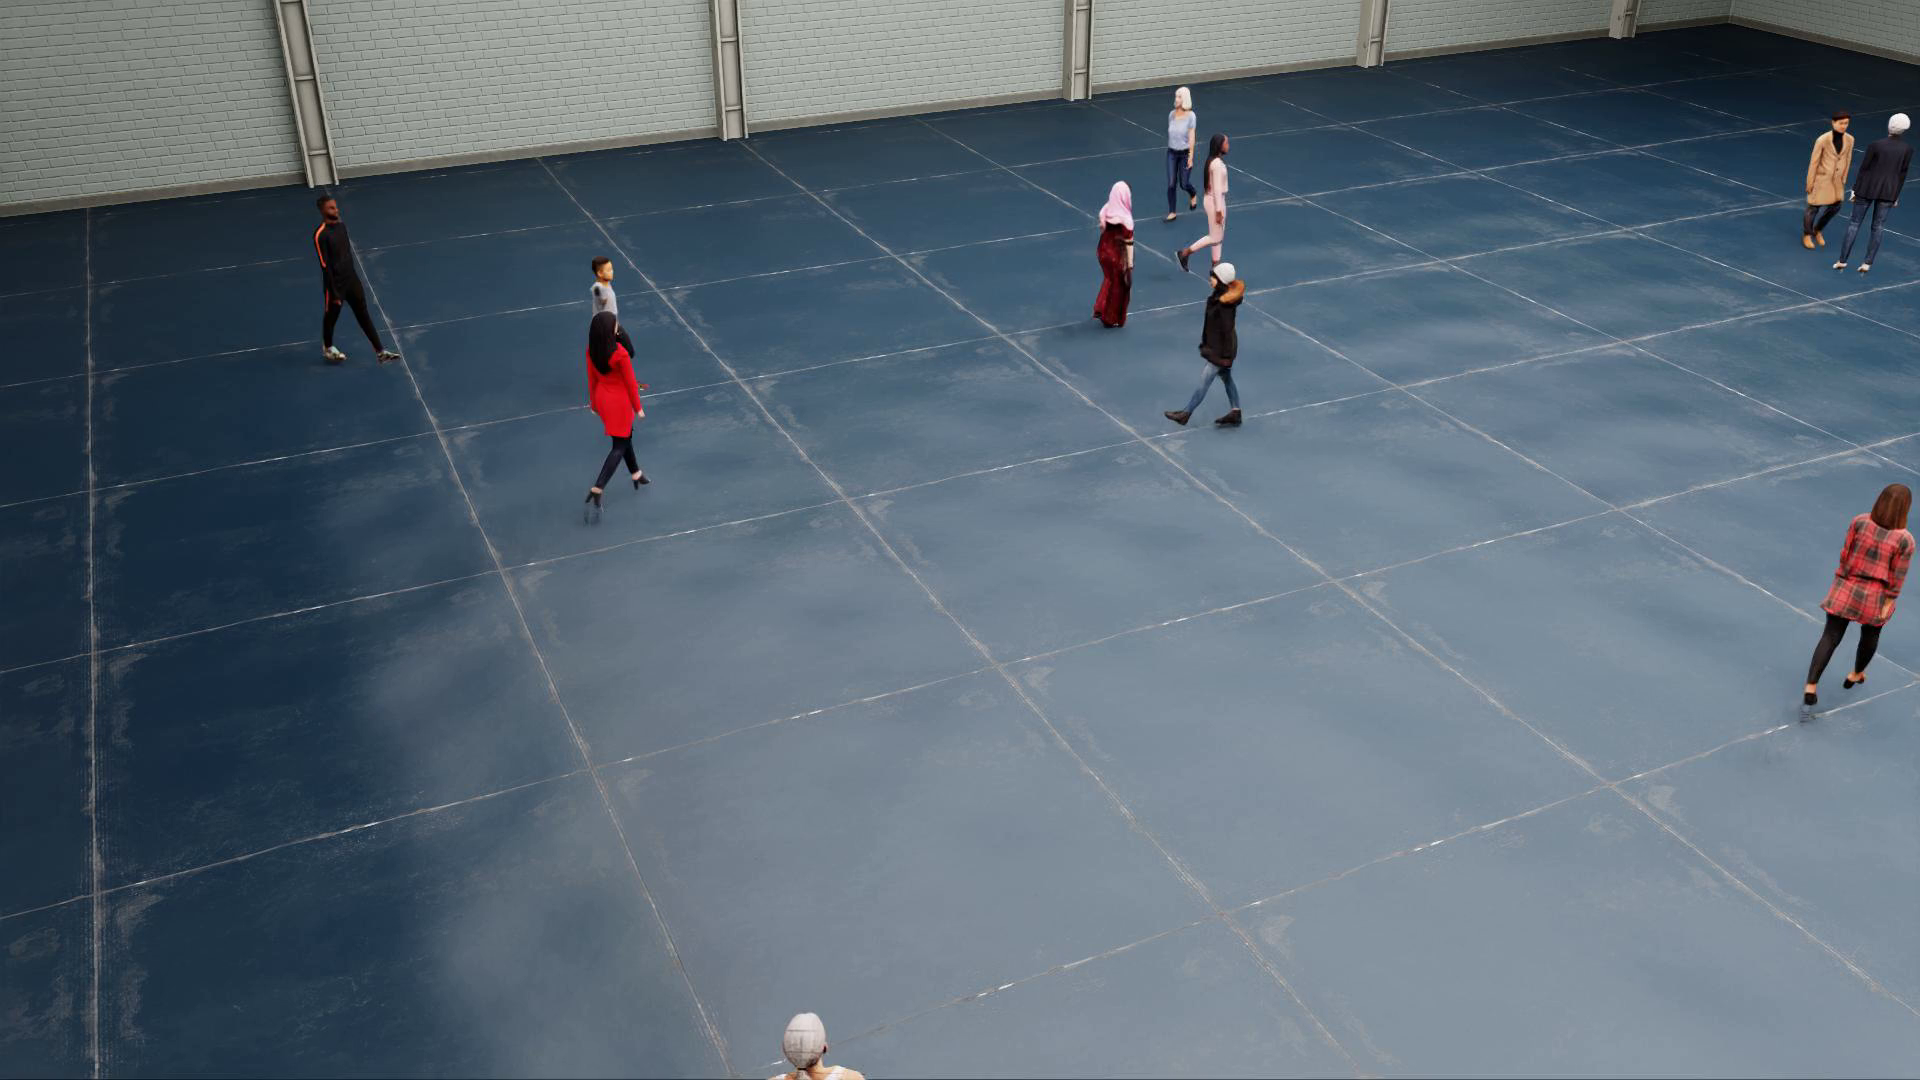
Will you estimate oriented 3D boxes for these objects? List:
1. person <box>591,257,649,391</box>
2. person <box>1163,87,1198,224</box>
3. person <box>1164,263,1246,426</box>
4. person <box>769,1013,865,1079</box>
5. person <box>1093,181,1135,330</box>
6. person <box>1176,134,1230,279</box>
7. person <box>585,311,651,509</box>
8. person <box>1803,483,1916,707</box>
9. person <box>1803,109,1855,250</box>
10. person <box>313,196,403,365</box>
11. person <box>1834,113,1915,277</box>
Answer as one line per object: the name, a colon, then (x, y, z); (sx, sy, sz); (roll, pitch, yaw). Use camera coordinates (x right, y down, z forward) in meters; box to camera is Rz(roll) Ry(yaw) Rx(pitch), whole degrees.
person: (-3.556, -2.150, 16.412); (0.868, 1.442, 0.777); (1, 28, 3)
person: (2.876, -4.958, 21.397); (0.783, 1.711, 0.930); (22, 35, 35)
person: (2.517, -1.793, 15.572); (1.091, 1.601, 0.920); (1, 28, 2)
person: (-0.581, 2.728, 6.984); (0.827, 1.694, 0.837); (-2, 28, -4)
person: (1.613, -3.046, 17.899); (0.690, 1.625, 0.693); (-17, 32, -29)
person: (2.880, -3.855, 19.326); (1.033, 1.711, 0.909); (4, 28, 7)
person: (-2.959, -1.066, 14.086); (1.001, 1.714, 1.162); (16, 32, 27)
person: (6.112, 0.410, 11.360); (1.144, 1.670, 0.831); (-24, 36, -37)
person: (10.629, -4.463, 20.462); (0.749, 1.717, 0.856); (-1, 28, -1)
person: (-6.387, -2.605, 16.934); (1.217, 1.754, 1.183); (11, 30, 19)
person: (9.801, -3.728, 17.858); (0.821, 1.782, 0.790); (10, 30, 18)
